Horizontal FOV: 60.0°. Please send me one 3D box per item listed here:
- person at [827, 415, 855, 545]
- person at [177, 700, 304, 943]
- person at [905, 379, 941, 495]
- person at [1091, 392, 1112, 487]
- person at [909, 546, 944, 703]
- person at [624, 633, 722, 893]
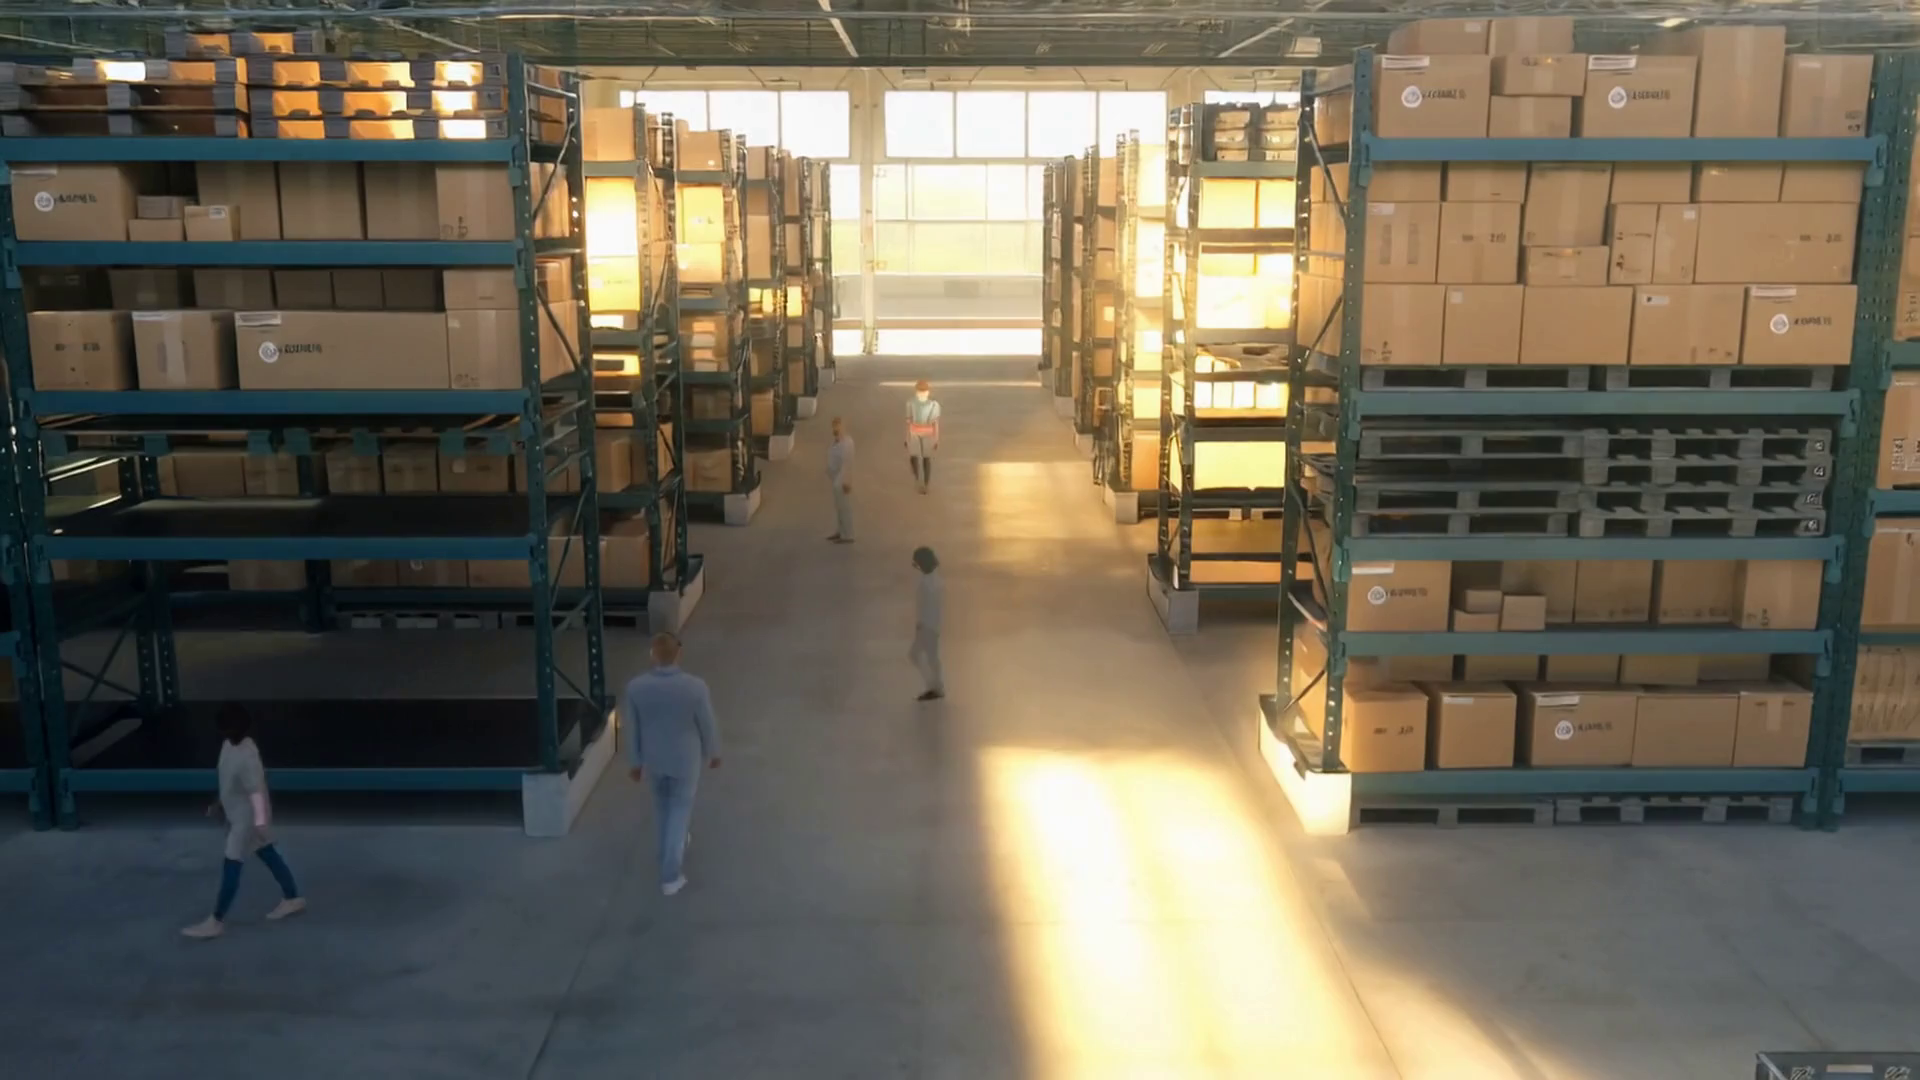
[{"bbox_3d":[-1.769,-0.892,24.547,0.403,1.905,0.651,-4,12,-19],"label":"person"},{"bbox_3d":[-4.951,1.893,11.368,0.851,1.651,0.538,-7,13,-31],"label":"person"},{"bbox_3d":[-0.649,-1.755,28.535,0.637,2.020,0.562,2,12,11],"label":"person"},{"bbox_3d":[2.521,-1.793,29.551,0.319,1.690,0.529,-6,13,-26],"label":"person"},{"bbox_3d":[-0.350,0.847,16.632,0.466,1.616,0.552,-1,11,-6],"label":"person"},{"bbox_3d":[-2.112,1.595,12.354,0.643,1.857,0.994,2,12,10],"label":"person"}]
